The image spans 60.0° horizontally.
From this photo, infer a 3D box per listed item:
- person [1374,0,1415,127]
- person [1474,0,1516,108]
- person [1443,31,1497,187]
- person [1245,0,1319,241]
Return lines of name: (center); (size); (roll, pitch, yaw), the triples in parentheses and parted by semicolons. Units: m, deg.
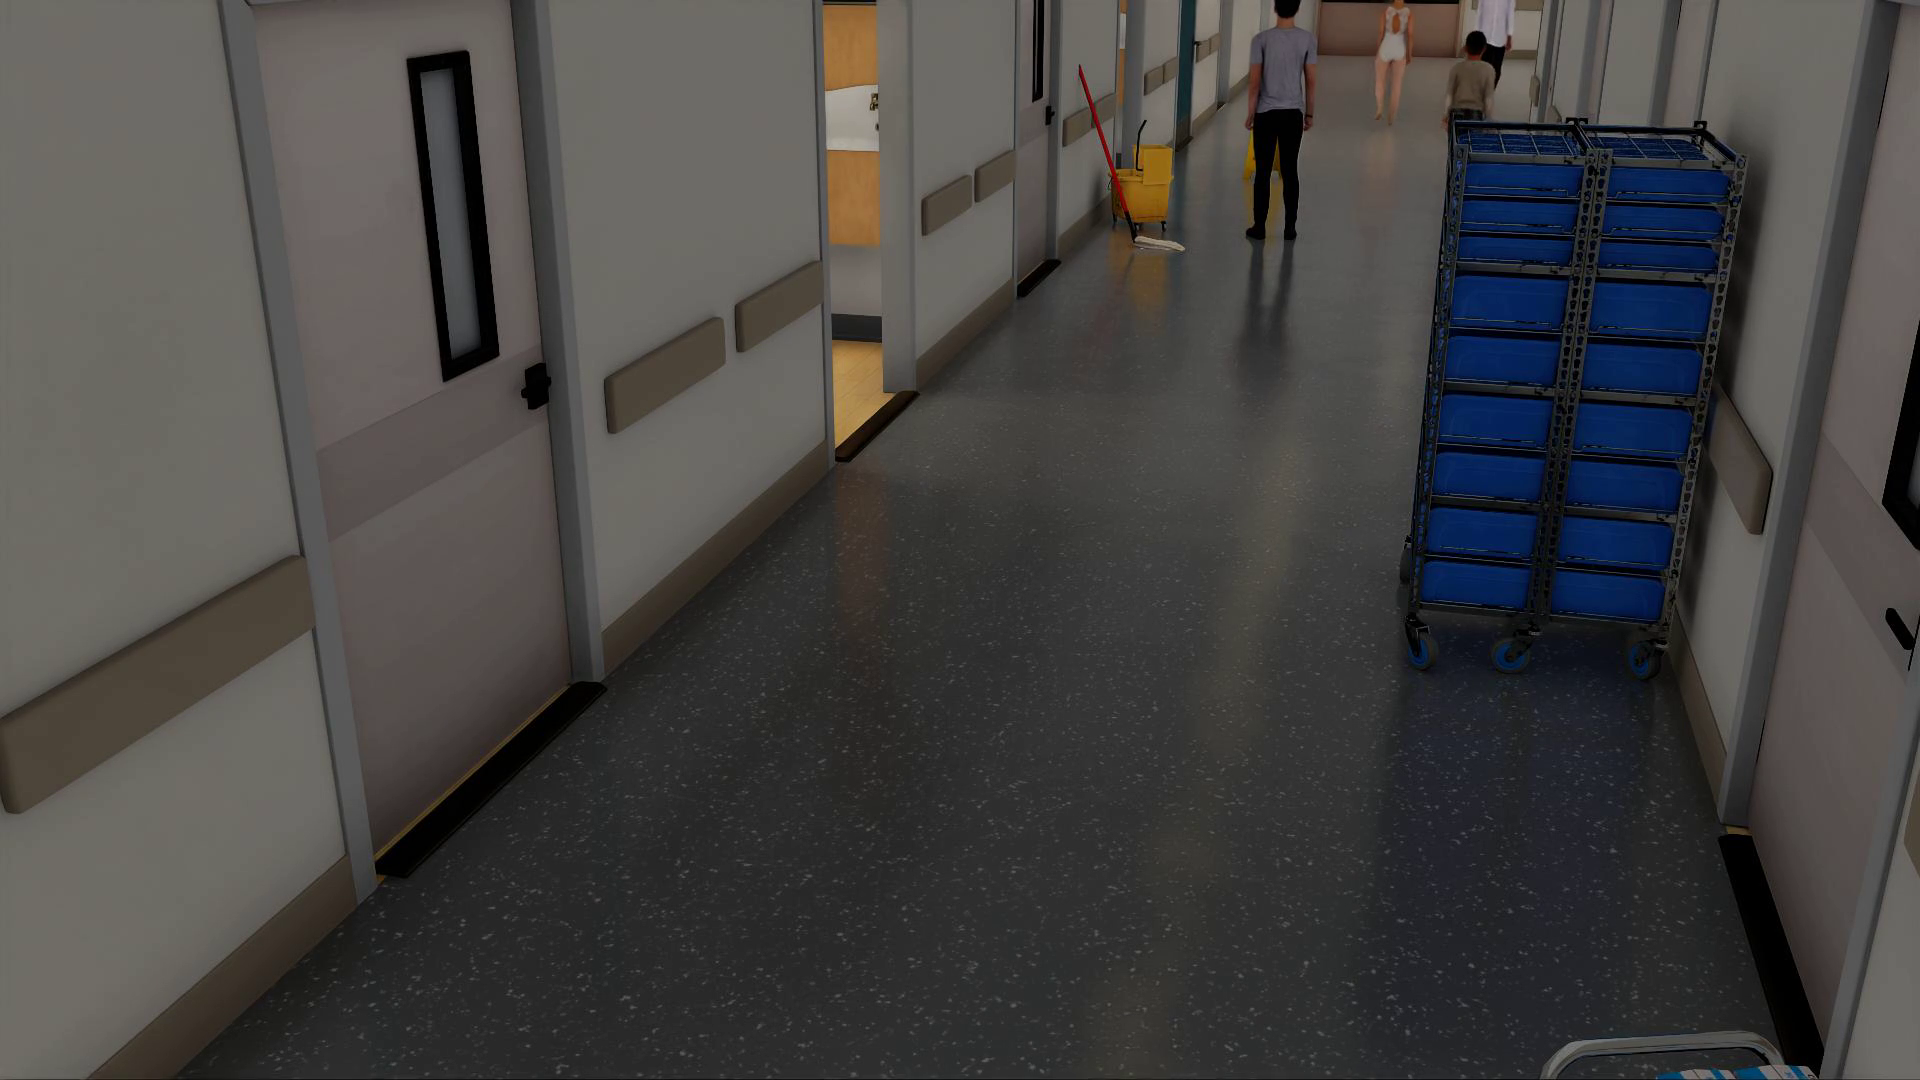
person: (5.094, -5.714, 19.596); (0.564, 1.633, 0.570); (5, 21, 14)
person: (6.780, -6.396, 21.173); (0.654, 1.791, 1.015); (7, 22, 17)
person: (4.321, -3.575, 14.227); (0.594, 1.437, 0.942); (6, 22, 16)
person: (2.455, -3.263, 12.801); (0.726, 1.864, 0.634); (0, 21, 0)
